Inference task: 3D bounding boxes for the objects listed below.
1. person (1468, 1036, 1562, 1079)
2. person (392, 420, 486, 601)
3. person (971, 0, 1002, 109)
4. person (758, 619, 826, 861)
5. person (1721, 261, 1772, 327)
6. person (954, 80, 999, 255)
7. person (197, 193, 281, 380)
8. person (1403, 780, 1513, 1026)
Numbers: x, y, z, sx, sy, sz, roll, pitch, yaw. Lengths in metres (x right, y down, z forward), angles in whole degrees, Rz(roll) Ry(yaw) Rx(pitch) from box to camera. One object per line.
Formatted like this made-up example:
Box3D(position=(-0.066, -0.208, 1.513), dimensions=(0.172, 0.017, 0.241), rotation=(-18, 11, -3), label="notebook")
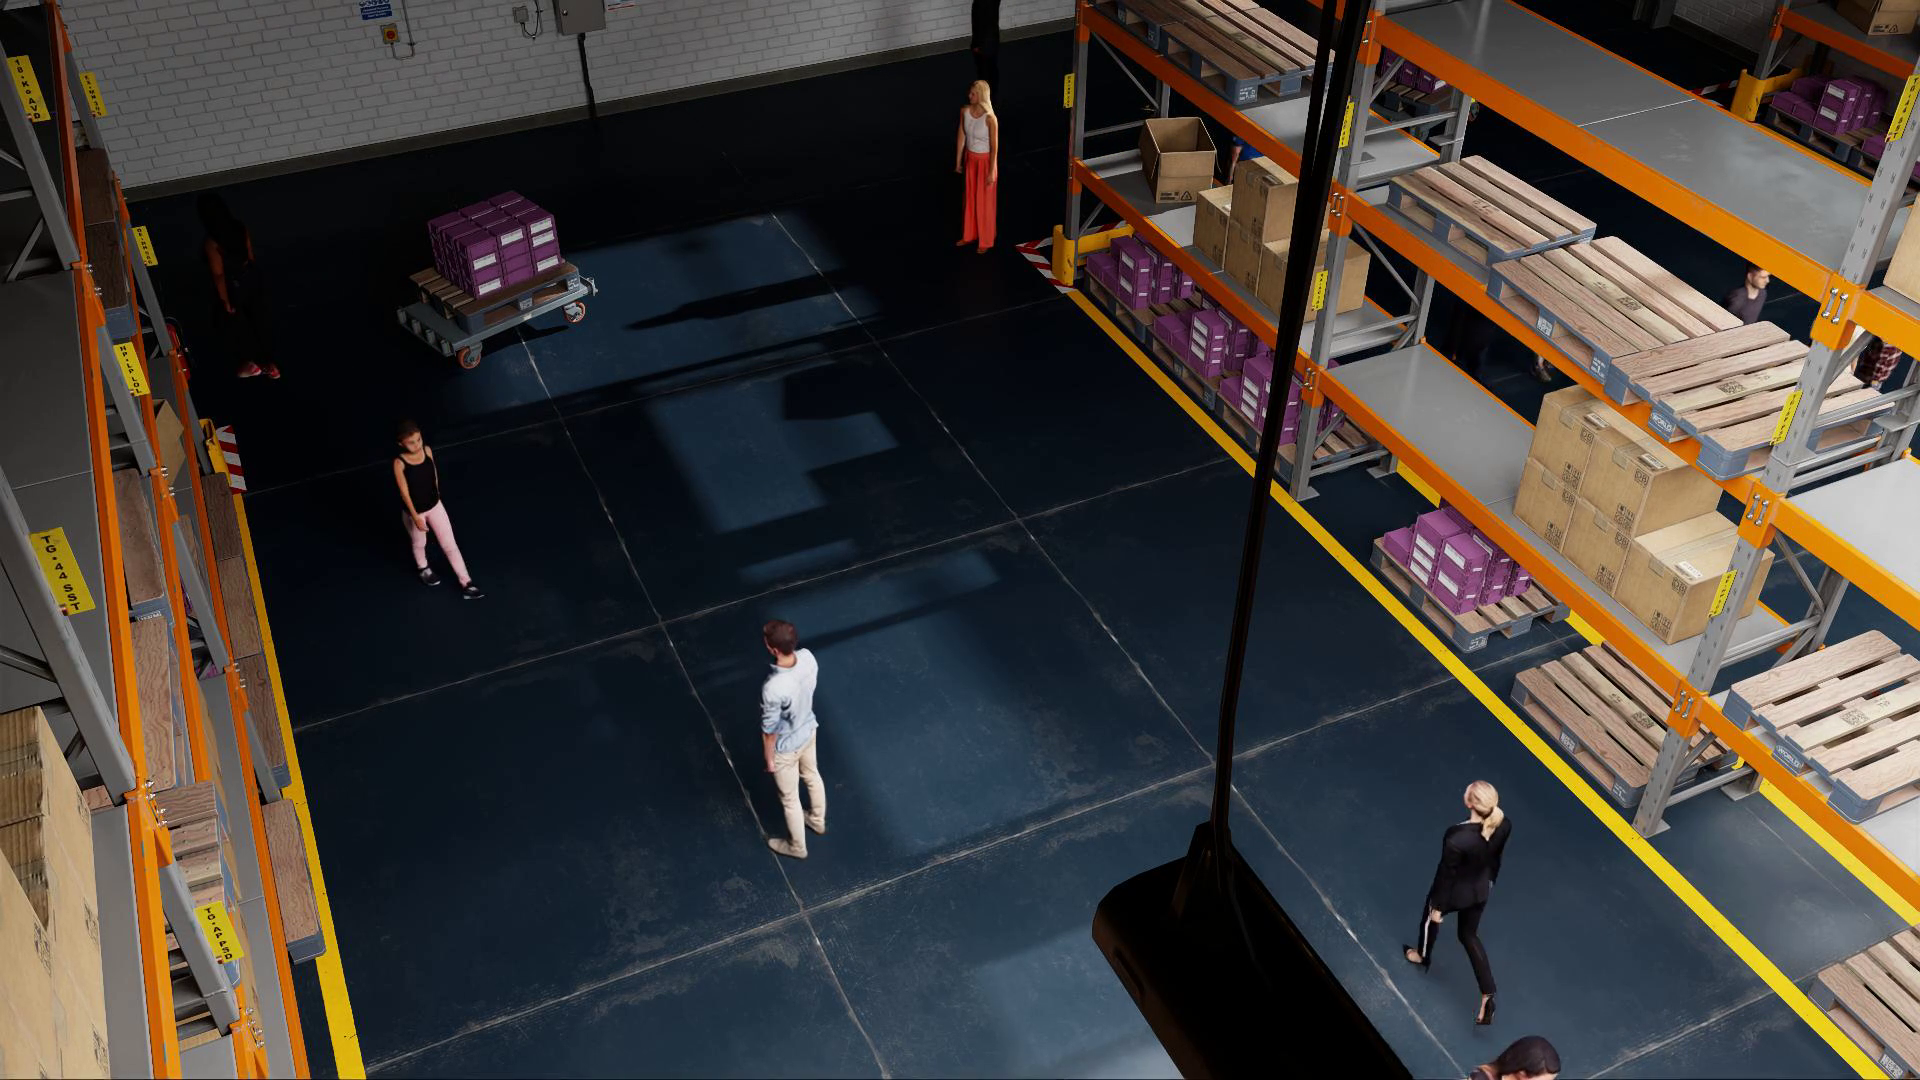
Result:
Box3D(position=(2.559, 2.917, 8.276), dimensions=(0.671, 1.690, 0.619), rotation=(-15, 41, -18), label="person")
Box3D(position=(-4.038, -0.238, 12.366), dimensions=(1.058, 1.516, 0.749), rotation=(31, 48, 33), label="person")
Box3D(position=(0.308, -5.764, 19.073), dimensions=(0.785, 1.781, 0.736), rotation=(16, 41, 20), label="person")
Box3D(position=(-1.031, 1.225, 10.268), dimensions=(0.746, 1.848, 0.725), rotation=(20, 43, 24), label="person")
Box3D(position=(6.382, -1.563, 13.828), dimensions=(0.683, 1.762, 0.595), rotation=(-25, 45, -27), label="person")
Box3D(position=(0.197, -3.717, 16.492), dimensions=(0.667, 1.803, 0.780), rotation=(28, 47, 31), label="person")
Box3D(position=(-6.259, -2.181, 14.570), dimensions=(0.845, 1.801, 0.808), rotation=(22, 43, 25), label="person")
Box3D(position=(2.873, 2.063, 9.354), dimensions=(0.640, 1.680, 1.003), rotation=(-14, 41, -17), label="person")
